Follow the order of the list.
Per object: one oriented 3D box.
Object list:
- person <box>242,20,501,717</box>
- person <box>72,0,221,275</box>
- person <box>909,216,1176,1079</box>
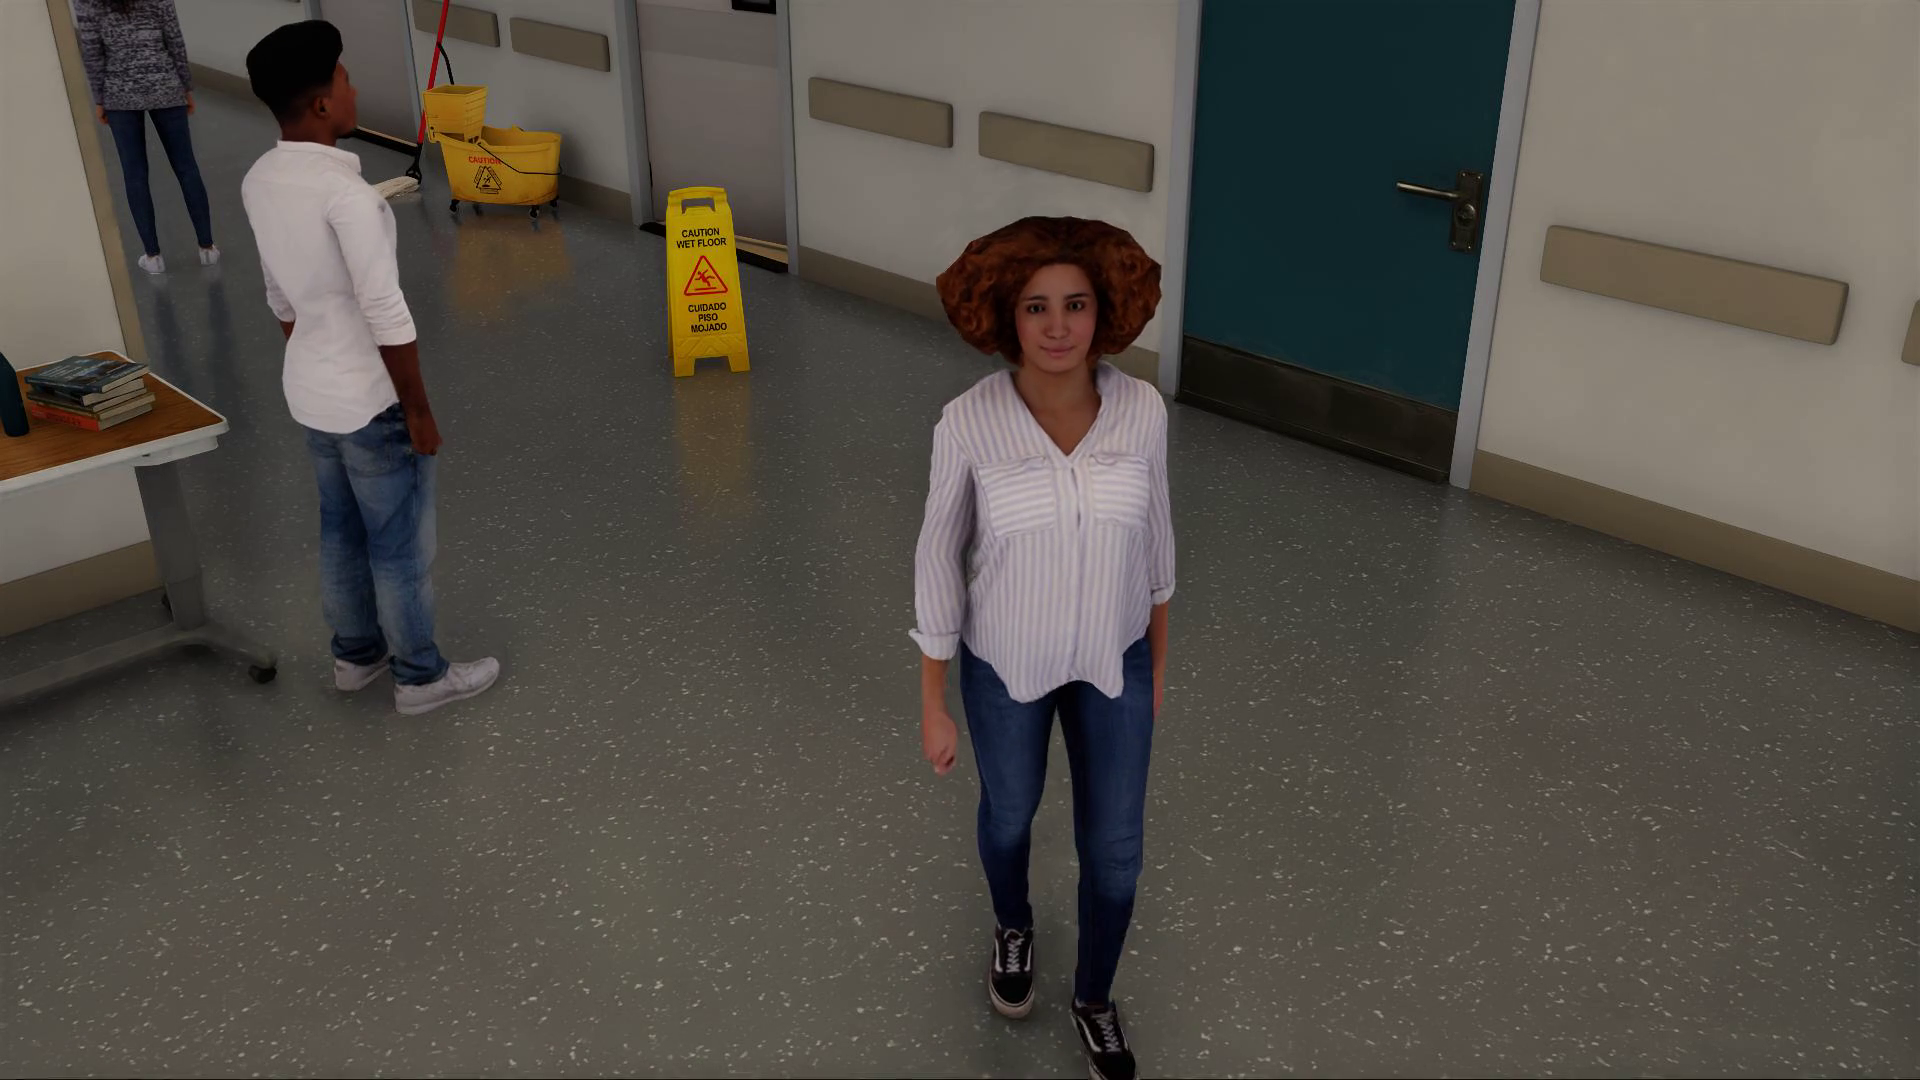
[{"bbox_3d":[-1.581,-0.403,4.301,0.560,1.816,0.725,19,31,34],"label":"person"},{"bbox_3d":[-3.977,-2.177,8.076,0.665,1.732,0.611,-14,29,-26],"label":"person"},{"bbox_3d":[0.170,0.183,3.233,0.882,1.690,0.945,-1,26,-2],"label":"person"}]
